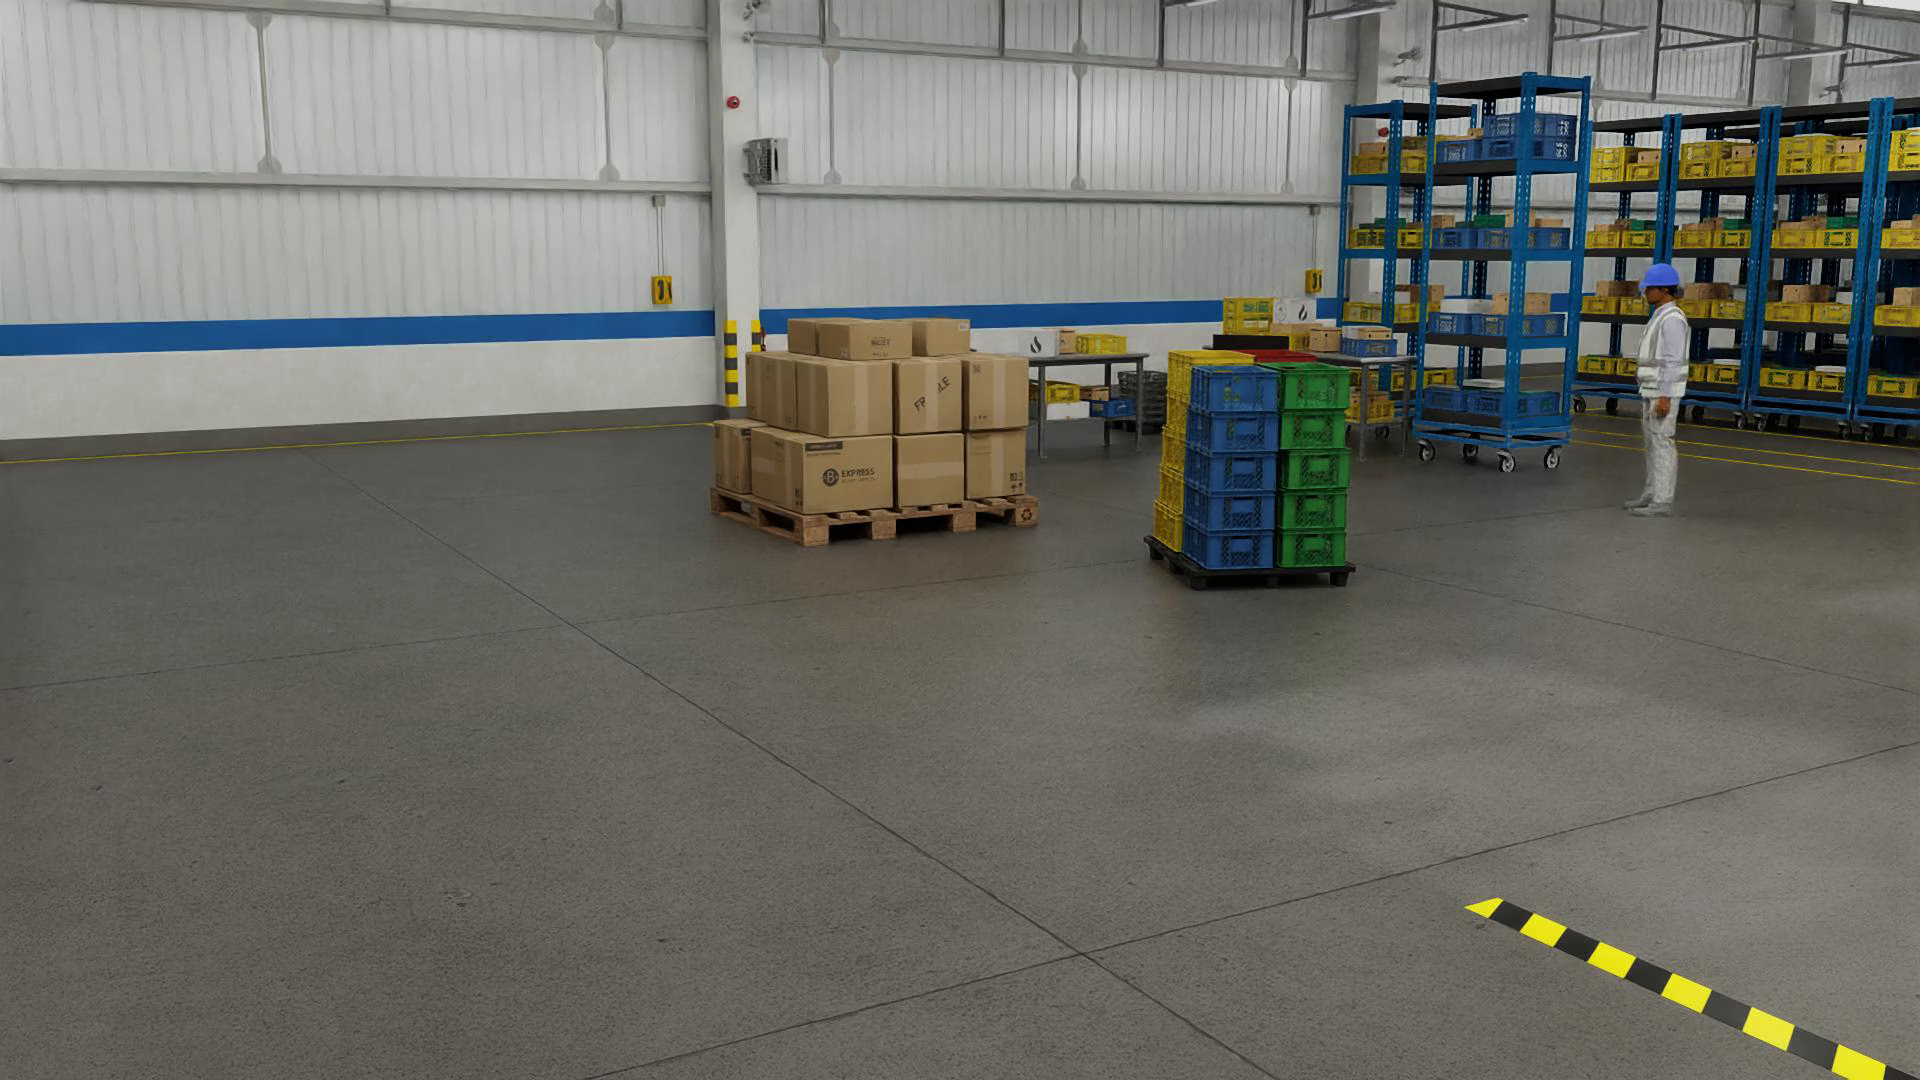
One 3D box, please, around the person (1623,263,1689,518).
[{"bbox_3d":[5.369,-1.144,12.791,0.404,1.945,0.615,2,10,11],"label":"person"}]
